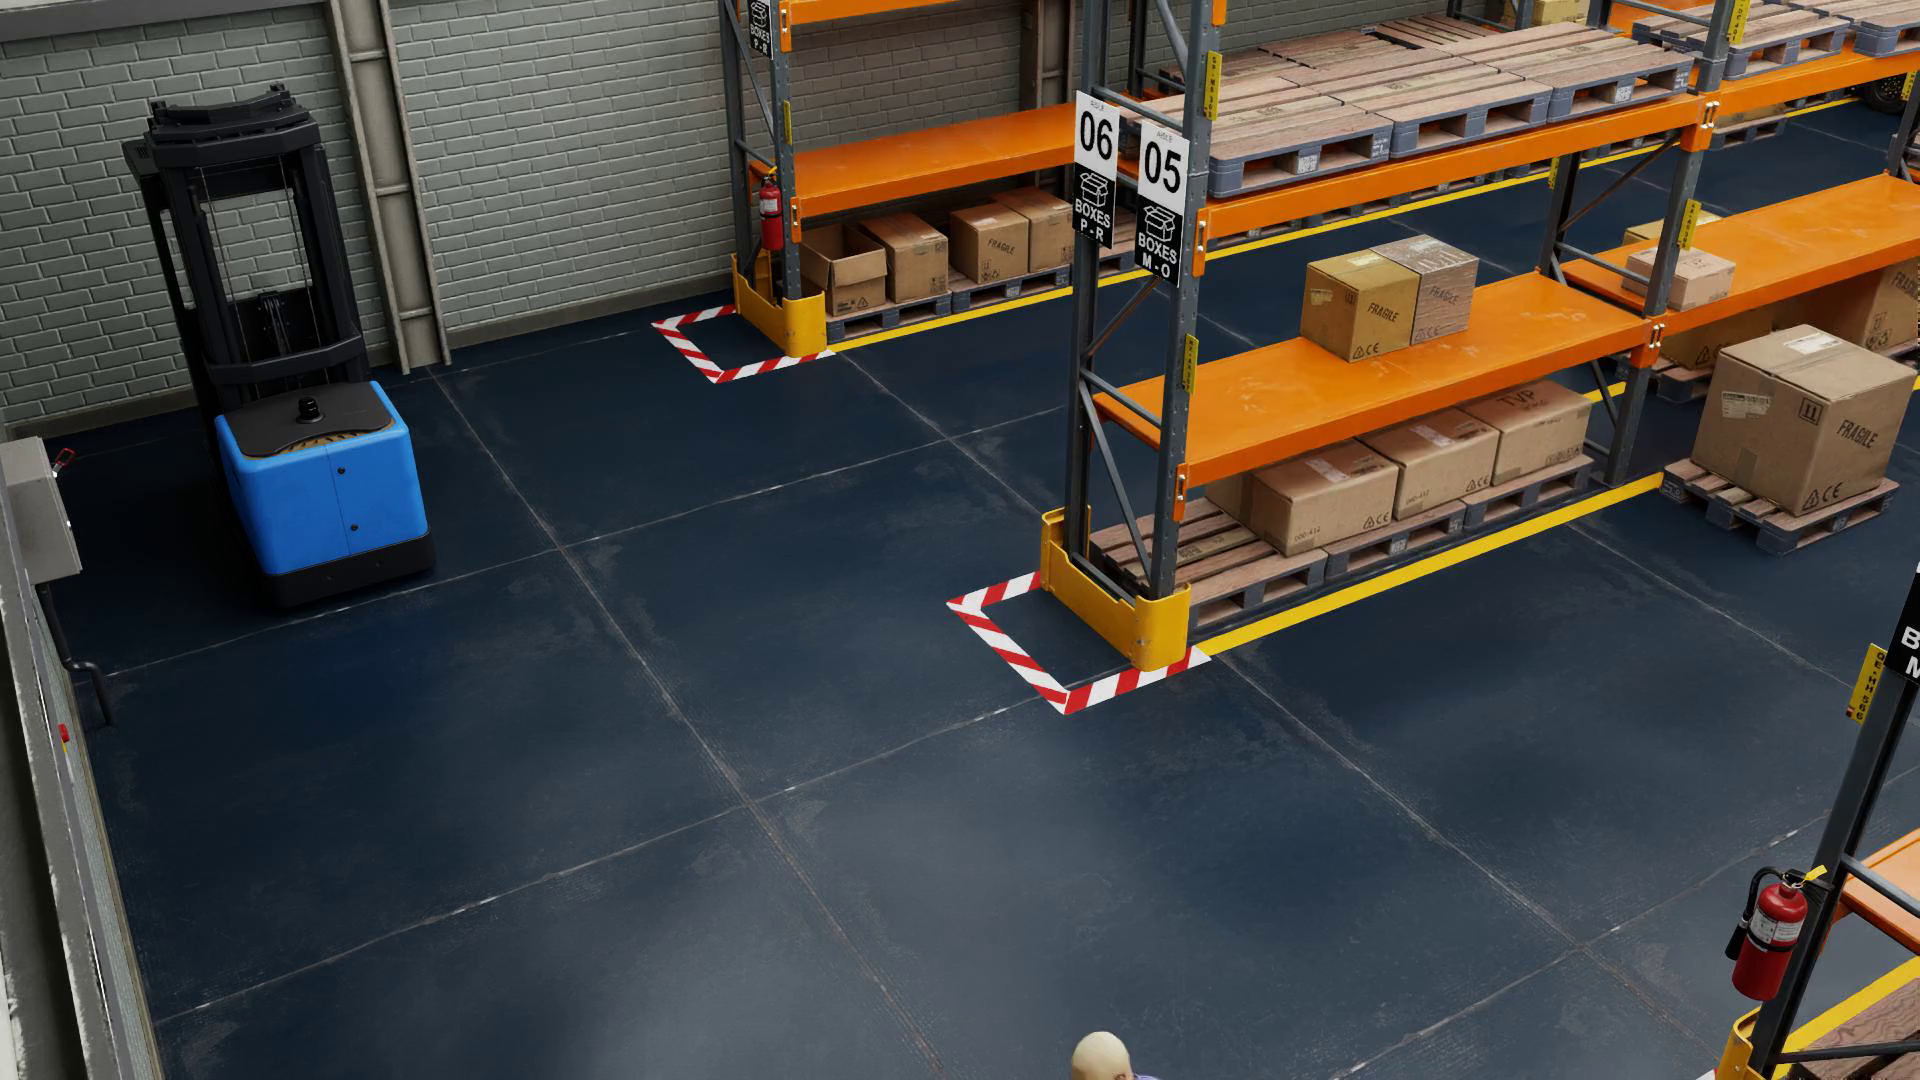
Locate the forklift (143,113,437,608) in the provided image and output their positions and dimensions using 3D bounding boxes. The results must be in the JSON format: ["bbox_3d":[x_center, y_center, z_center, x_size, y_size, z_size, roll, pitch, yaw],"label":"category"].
[{"bbox_3d":[-4.289,-1.259,10.509,1.129,2.768,1.873,-17,36,-26],"label":"forklift"}]

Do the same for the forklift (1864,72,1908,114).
[{"bbox_3d":[11.468,-5.645,18.244,1.214,2.155,2.313,-17,36,-26],"label":"forklift"}]

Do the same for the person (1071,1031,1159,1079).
[{"bbox_3d":[0.571,2.331,5.756,0.646,1.768,0.373,5,32,9],"label":"person"}]
